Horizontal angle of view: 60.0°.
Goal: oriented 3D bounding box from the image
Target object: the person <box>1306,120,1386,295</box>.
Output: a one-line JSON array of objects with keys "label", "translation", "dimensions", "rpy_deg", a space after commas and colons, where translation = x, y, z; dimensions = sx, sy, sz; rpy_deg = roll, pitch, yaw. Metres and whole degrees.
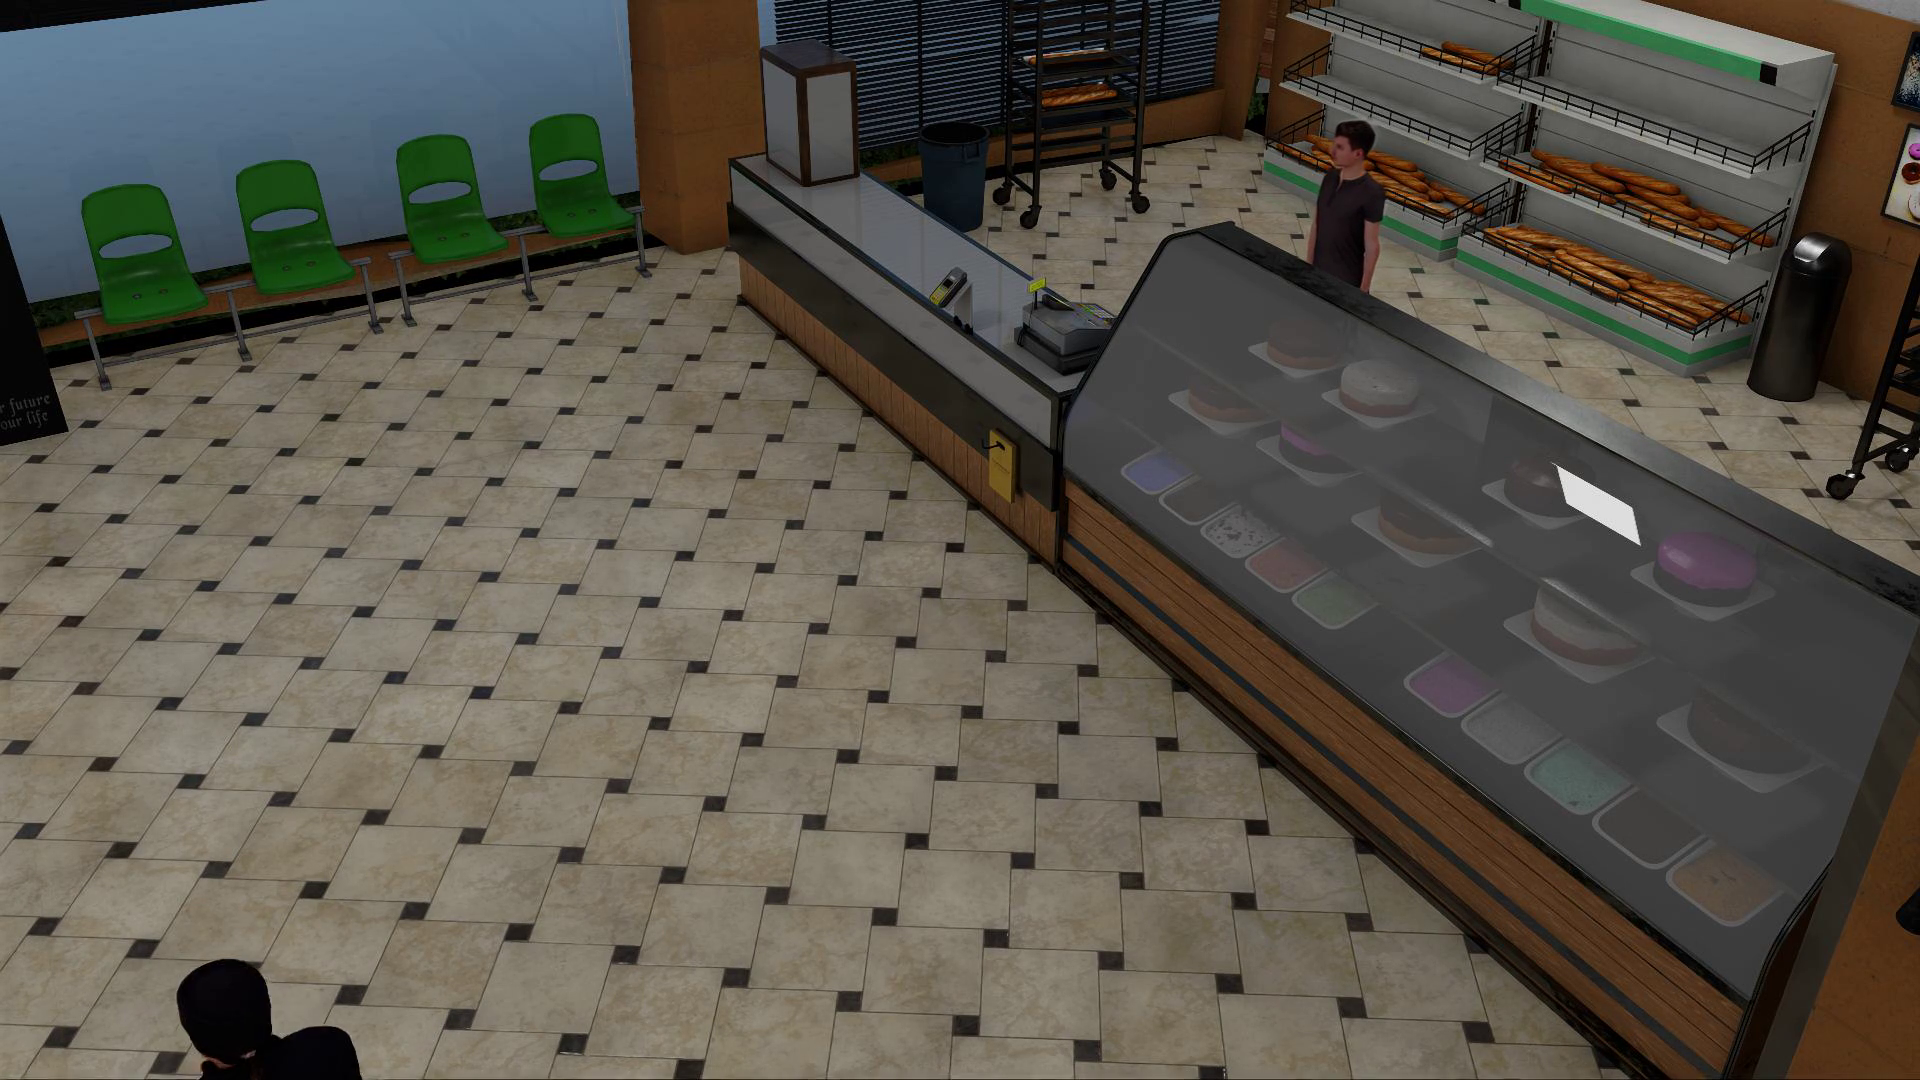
[{"label": "person", "translation": [2.131, -1.450, 9.320], "dimensions": [0.515, 1.854, 0.647], "rpy_deg": [-17, 36, -25]}]

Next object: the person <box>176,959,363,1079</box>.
[{"label": "person", "translation": [-1.697, 1.795, 4.292], "dimensions": [0.914, 1.657, 0.959], "rpy_deg": [27, 41, 37]}]
